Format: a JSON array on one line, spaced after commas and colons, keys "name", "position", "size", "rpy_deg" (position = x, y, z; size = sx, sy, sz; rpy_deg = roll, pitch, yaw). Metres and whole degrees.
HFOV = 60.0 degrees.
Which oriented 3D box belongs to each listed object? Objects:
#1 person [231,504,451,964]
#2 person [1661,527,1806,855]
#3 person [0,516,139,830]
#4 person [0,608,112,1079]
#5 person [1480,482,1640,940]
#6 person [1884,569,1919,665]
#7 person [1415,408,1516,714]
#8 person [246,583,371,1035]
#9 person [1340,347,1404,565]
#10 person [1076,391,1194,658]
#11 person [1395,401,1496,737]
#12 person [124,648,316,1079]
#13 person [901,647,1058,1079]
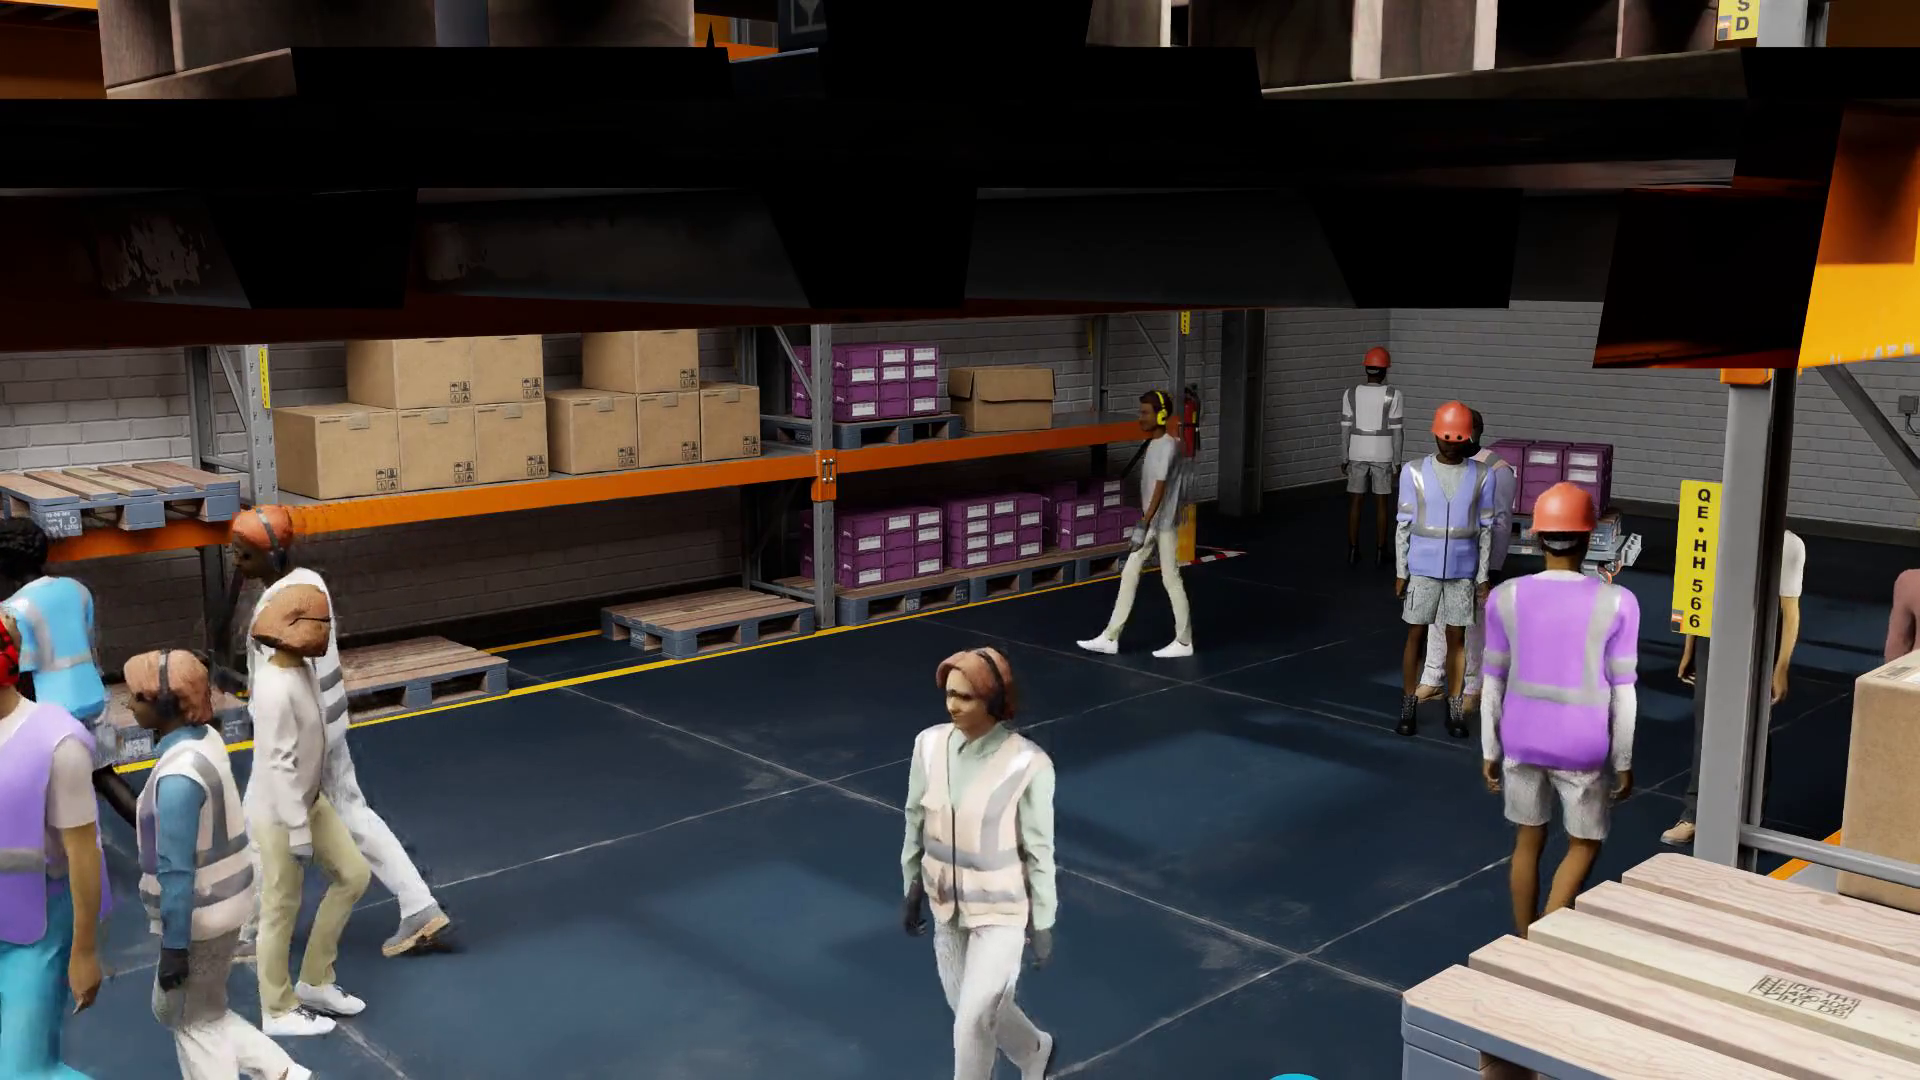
[{"name": "person", "position": [-2.469, 0.751, 6.376], "size": [0.969, 1.837, 0.595], "rpy_deg": [0, 10, 0]}, {"name": "person", "position": [3.524, 0.542, 7.555], "size": [0.346, 1.841, 0.506], "rpy_deg": [-7, 12, -35]}, {"name": "person", "position": [-3.690, 0.720, 6.980], "size": [0.613, 1.672, 0.550], "rpy_deg": [2, 10, 10]}, {"name": "person", "position": [-2.542, 1.063, 4.508], "size": [0.587, 1.835, 0.445], "rpy_deg": [4, 11, 23]}, {"name": "person", "position": [2.152, 0.756, 6.074], "size": [0.558, 1.918, 0.612], "rpy_deg": [7, 12, 35]}, {"name": "person", "position": [4.202, 0.671, 7.138], "size": [0.881, 1.728, 0.528], "rpy_deg": [-8, 13, -41]}, {"name": "person", "position": [2.996, 0.118, 10.031], "size": [0.429, 1.842, 0.634], "rpy_deg": [-8, 12, -38]}, {"name": "person", "position": [-2.269, 0.949, 5.803], "size": [0.474, 1.614, 0.532], "rpy_deg": [-1, 10, -8]}, {"name": "person", "position": [3.676, -0.749, 14.828], "size": [0.553, 1.935, 0.364], "rpy_deg": [5, 11, 27]}, {"name": "person", "position": [1.213, -0.082, 11.245], "size": [0.891, 1.832, 0.506], "rpy_deg": [-2, 10, -13]}, {"name": "person", "position": [2.753, 0.169, 9.469], "size": [0.543, 1.932, 0.370], "rpy_deg": [2, 10, 10]}, {"name": "person", "position": [-2.219, 1.109, 4.873], "size": [0.394, 1.626, 0.514], "rpy_deg": [-4, 10, -20]}, {"name": "person", "position": [0.088, 1.092, 5.011], "size": [0.525, 1.611, 0.759], "rpy_deg": [8, 12, 39]}]
